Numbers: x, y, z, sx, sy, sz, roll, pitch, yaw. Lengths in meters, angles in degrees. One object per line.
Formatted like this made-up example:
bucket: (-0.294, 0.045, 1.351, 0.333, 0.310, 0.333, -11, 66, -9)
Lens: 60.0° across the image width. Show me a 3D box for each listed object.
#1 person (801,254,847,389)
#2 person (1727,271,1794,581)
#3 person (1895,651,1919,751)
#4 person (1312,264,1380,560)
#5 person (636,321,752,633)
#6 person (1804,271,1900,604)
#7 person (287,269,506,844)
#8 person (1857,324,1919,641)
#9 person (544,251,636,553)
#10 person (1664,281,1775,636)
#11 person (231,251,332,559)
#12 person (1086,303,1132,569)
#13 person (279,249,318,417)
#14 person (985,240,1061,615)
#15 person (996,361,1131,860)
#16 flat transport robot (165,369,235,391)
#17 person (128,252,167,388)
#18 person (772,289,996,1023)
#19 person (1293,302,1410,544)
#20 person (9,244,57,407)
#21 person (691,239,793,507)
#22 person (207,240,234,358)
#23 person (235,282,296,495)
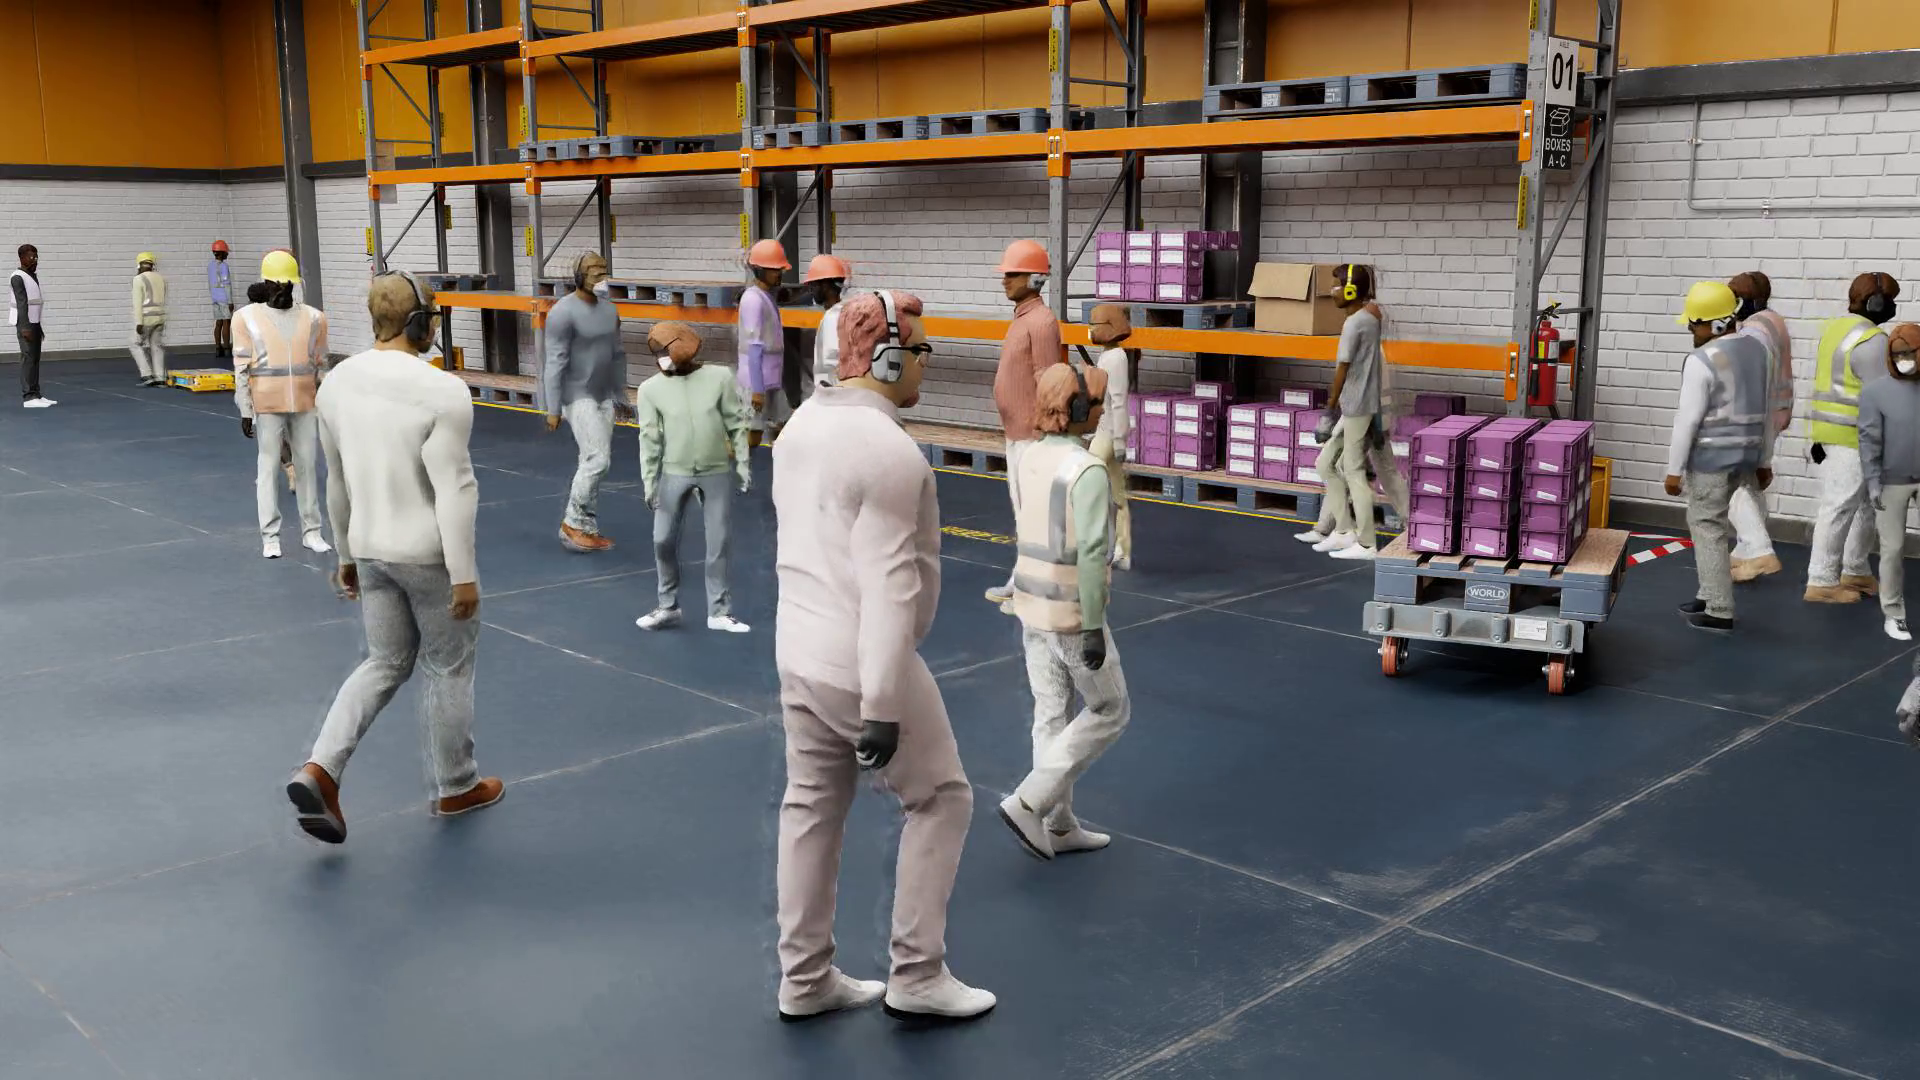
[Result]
person: (-0.722, -0.922, 10.963, 0.795, 1.908, 0.555, 1, 10, 3)
person: (4.667, -0.659, 9.794, 0.464, 1.826, 0.714, 8, 13, 38)
person: (2.659, 0.360, 4.129, 0.527, 1.845, 0.612, 9, 14, 40)
person: (2.383, -0.784, 10.365, 0.589, 1.846, 0.505, 4, 11, 19)
person: (-1.360, -0.303, 8.410, 0.605, 1.599, 0.361, -2, 11, -13)
person: (4.993, -0.540, 9.081, 0.657, 1.820, 0.638, 2, 11, 13)
person: (-1.884, 0.067, 5.531, 0.638, 1.916, 0.778, 5, 12, 25)
person: (4.667, -0.250, 8.143, 0.531, 1.592, 0.710, 4, 11, 19)
person: (-2.351, -0.866, 10.586, 0.443, 1.921, 0.642, 4, 11, 19)
person: (3.807, -0.418, 8.499, 0.627, 1.790, 0.576, -6, 12, -28)
person: (-4.260, -0.855, 10.524, 0.586, 1.925, 0.369, -8, 13, -38)
person: (0.861, -0.608, 10.005, 0.427, 1.614, 0.513, 1, 10, 5)
person: (-7.307, -2.255, 18.309, 0.690, 1.864, 0.621, 5, 11, 25)
person: (0.351, -0.601, 8.944, 0.384, 1.993, 0.622, -2, 11, -11)
person: (0.333, 0.245, 5.317, 0.388, 1.623, 0.536, -5, 11, -24)
flat transport robot: (-9.959, -2.125, 21.963, 0.652, 0.197, 1.431, -9, 13, -39)
person: (-10.795, -2.914, 22.083, 0.482, 1.804, 0.605, 2, 11, 11)
person: (-0.192, 0.316, 4.248, 0.663, 1.883, 0.661, -7, 12, -33)
person: (2.666, -0.741, 10.806, 0.846, 1.602, 0.513, 4, 11, 20)
person: (-11.017, -2.531, 19.691, 0.395, 1.915, 0.587, -3, 11, -13)
person: (-1.506, -1.167, 12.030, 0.930, 2.007, 0.611, 1, 10, 4)
person: (-12.190, -3.981, 27.533, 0.551, 1.936, 0.357, 8, 13, 37)
person: (-5.394, -1.188, 13.068, 0.806, 1.673, 0.538, 7, 13, 35)
